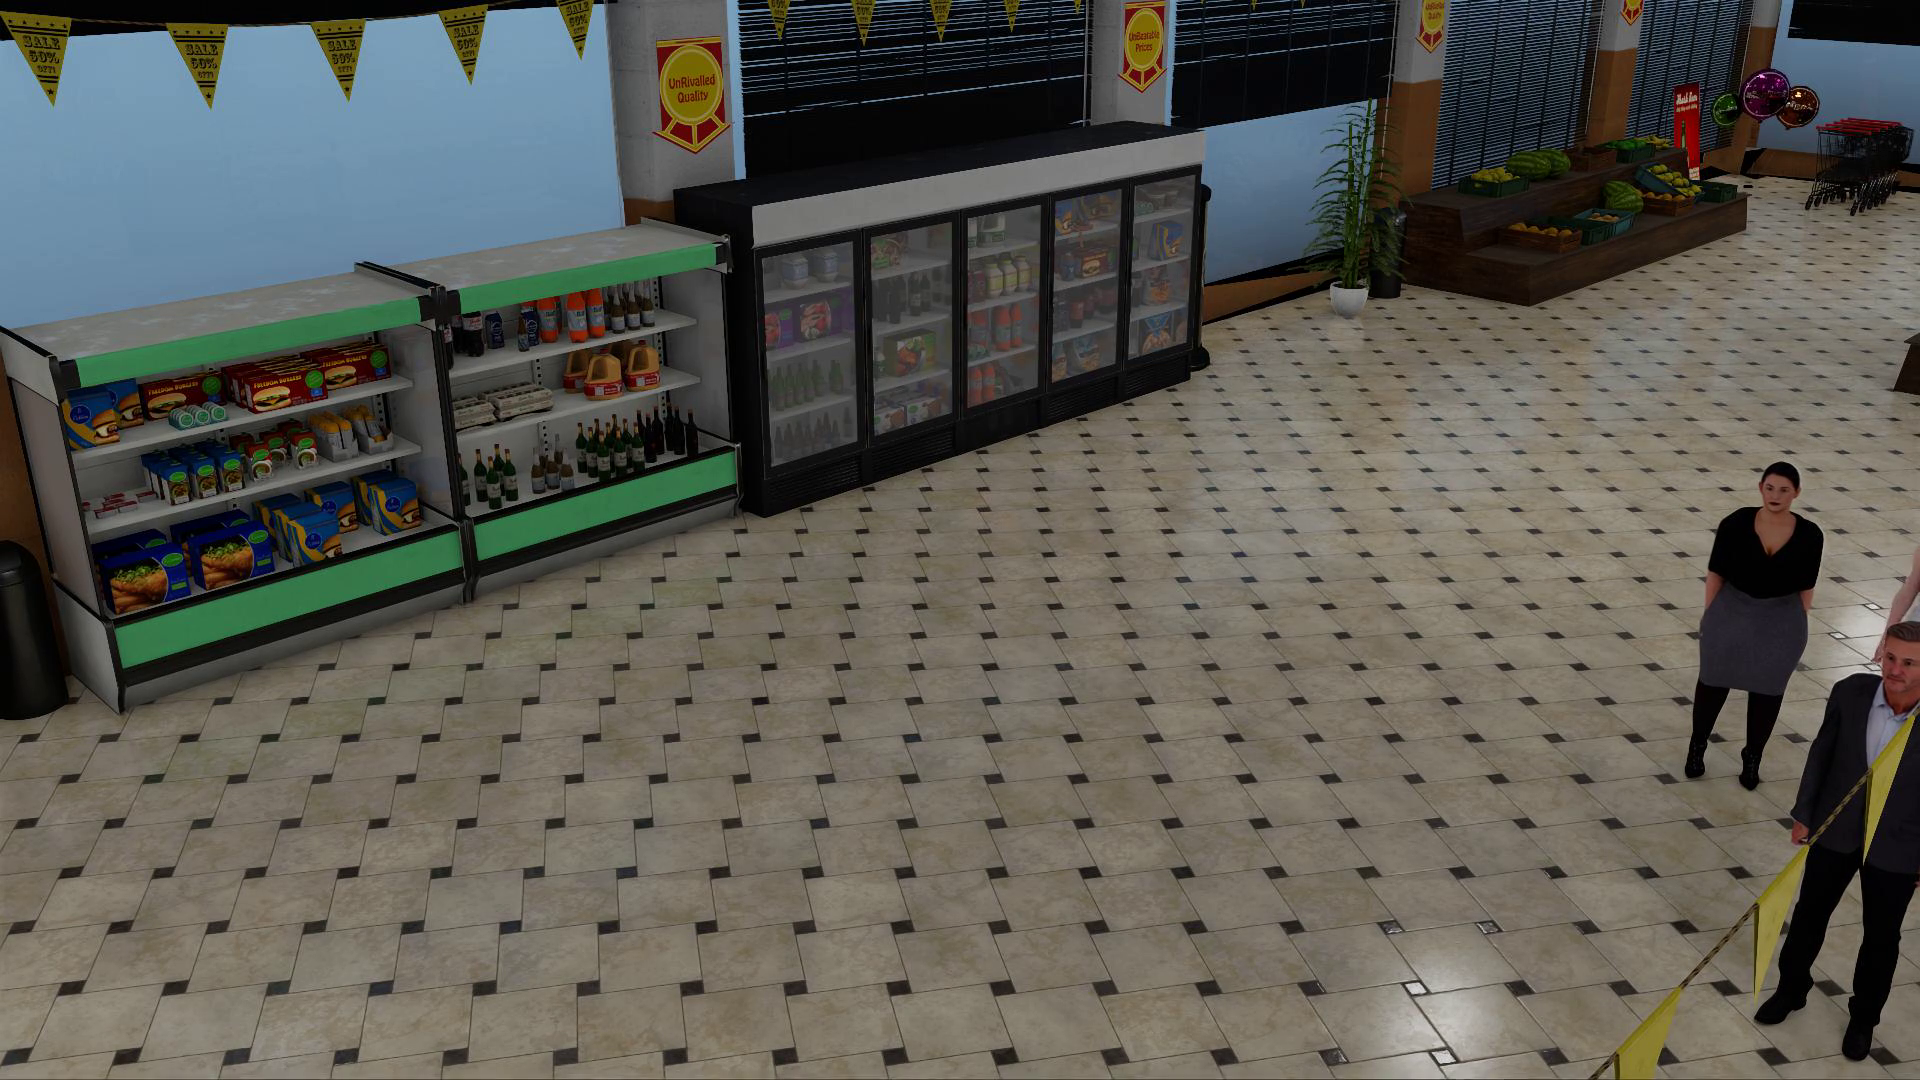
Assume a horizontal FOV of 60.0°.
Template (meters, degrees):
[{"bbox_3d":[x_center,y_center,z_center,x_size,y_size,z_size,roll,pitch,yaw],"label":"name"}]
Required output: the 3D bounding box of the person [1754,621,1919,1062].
[{"bbox_3d":[3.572,1.153,6.535,0.738,1.840,0.593,18,28,38],"label":"person"}]

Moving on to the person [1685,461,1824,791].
[{"bbox_3d":[4.023,0.430,8.443,0.753,1.760,0.740,10,24,23],"label":"person"}]
